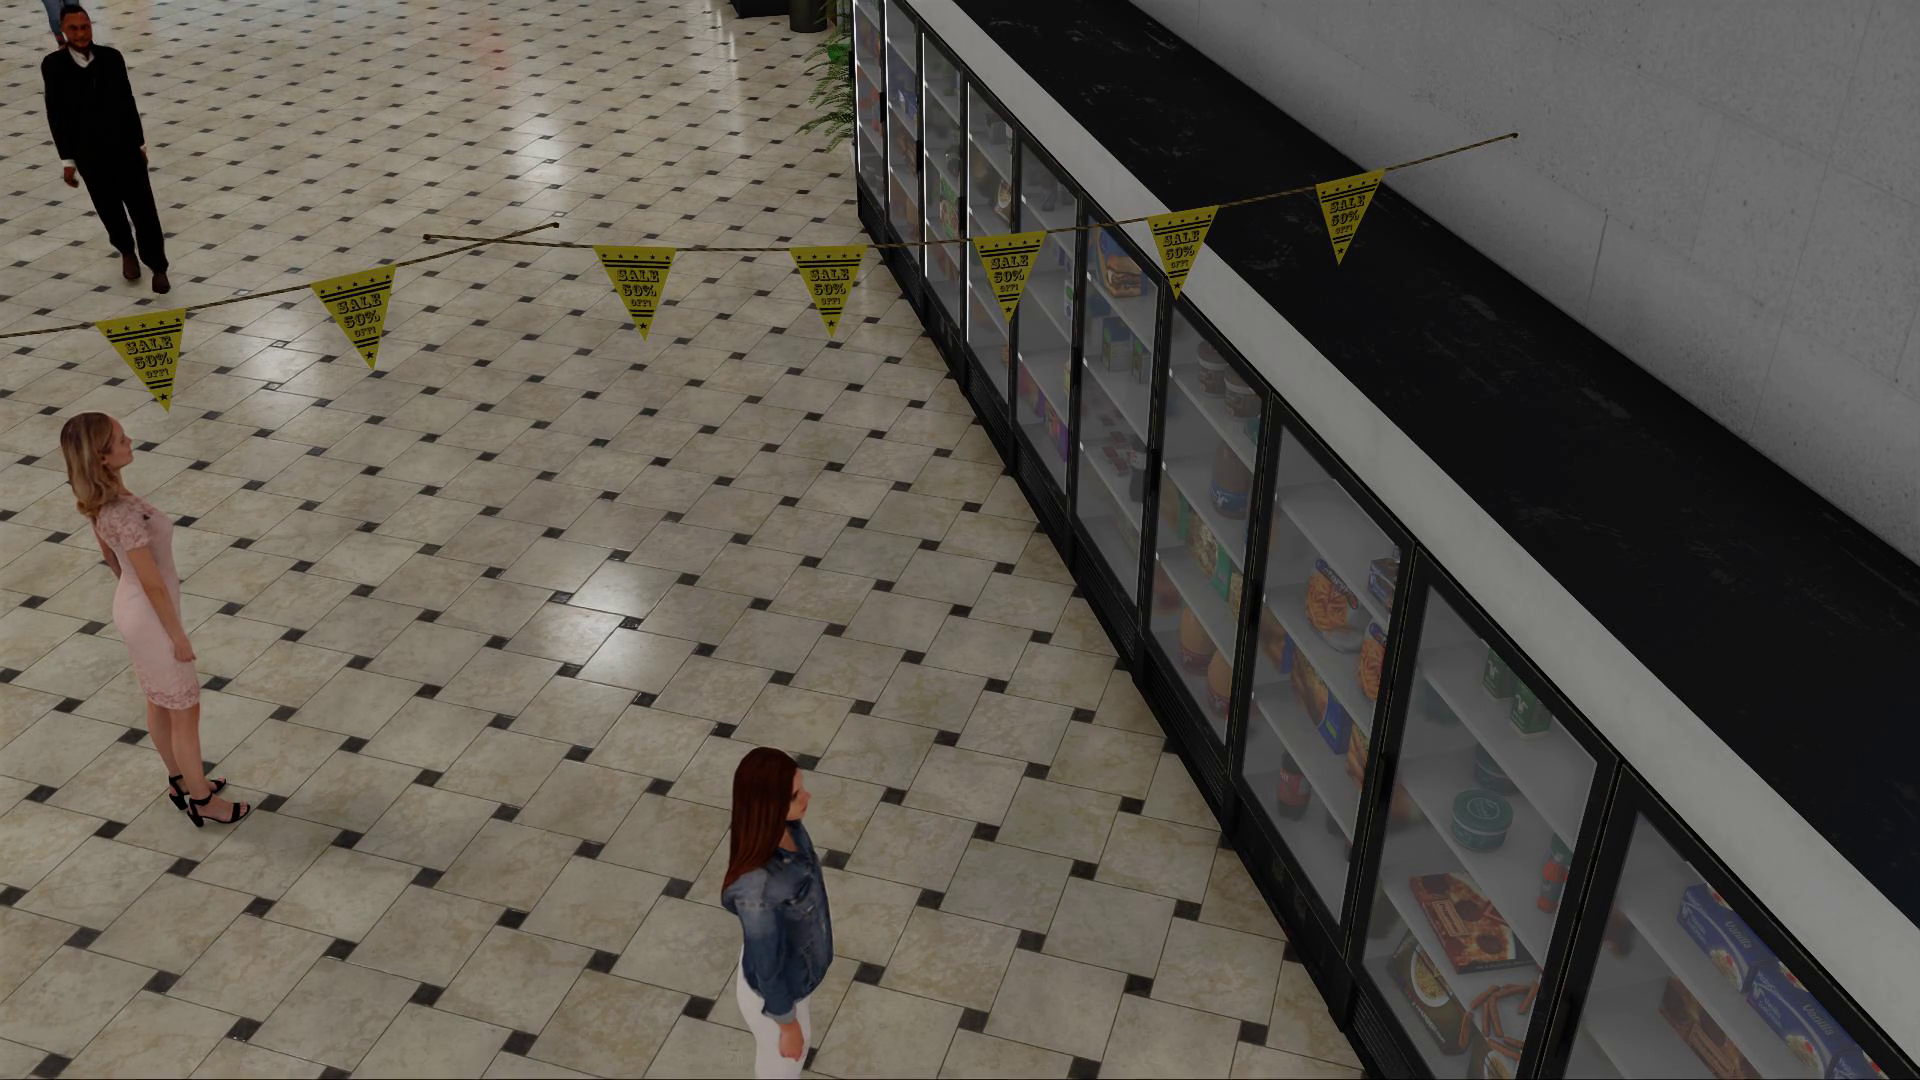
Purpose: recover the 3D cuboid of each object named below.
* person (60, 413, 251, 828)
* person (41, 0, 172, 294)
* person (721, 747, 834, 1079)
[{"bbox_3d":[-3.111,0.331,6.385,0.650,1.830,0.643,-27,41,-36],"label":"person"},{"bbox_3d":[-5.688,-2.587,11.043,1.160,1.864,0.907,-15,35,-23],"label":"person"},{"bbox_3d":[-0.548,1.306,4.938,0.611,1.703,0.667,1,32,1],"label":"person"}]
